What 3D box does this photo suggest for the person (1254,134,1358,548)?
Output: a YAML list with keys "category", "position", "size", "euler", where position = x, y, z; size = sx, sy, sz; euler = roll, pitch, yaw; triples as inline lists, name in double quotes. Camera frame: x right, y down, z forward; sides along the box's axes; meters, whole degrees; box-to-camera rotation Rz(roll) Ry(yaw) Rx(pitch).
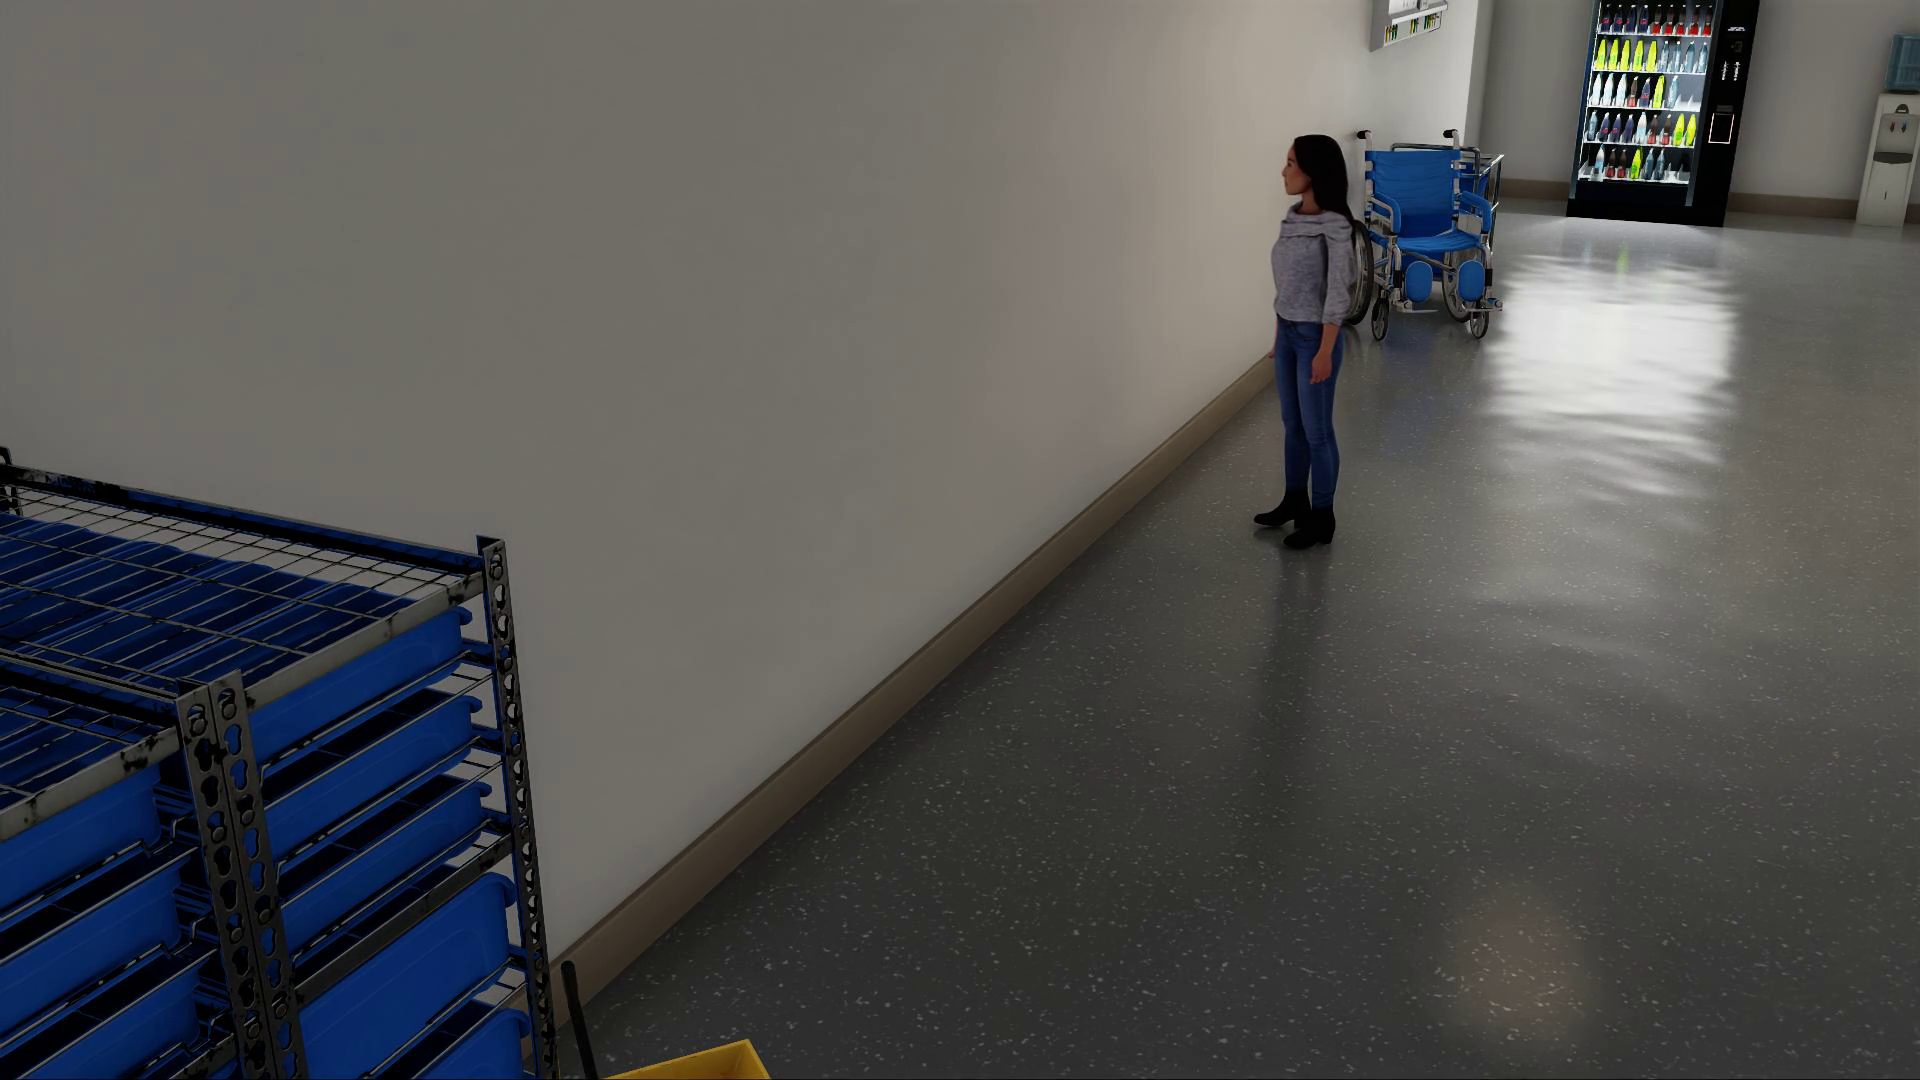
- category: "person"
  position: [1.382, -0.775, 6.547]
  size: [0.719, 1.630, 0.676]
  euler: [-6, 22, -15]
